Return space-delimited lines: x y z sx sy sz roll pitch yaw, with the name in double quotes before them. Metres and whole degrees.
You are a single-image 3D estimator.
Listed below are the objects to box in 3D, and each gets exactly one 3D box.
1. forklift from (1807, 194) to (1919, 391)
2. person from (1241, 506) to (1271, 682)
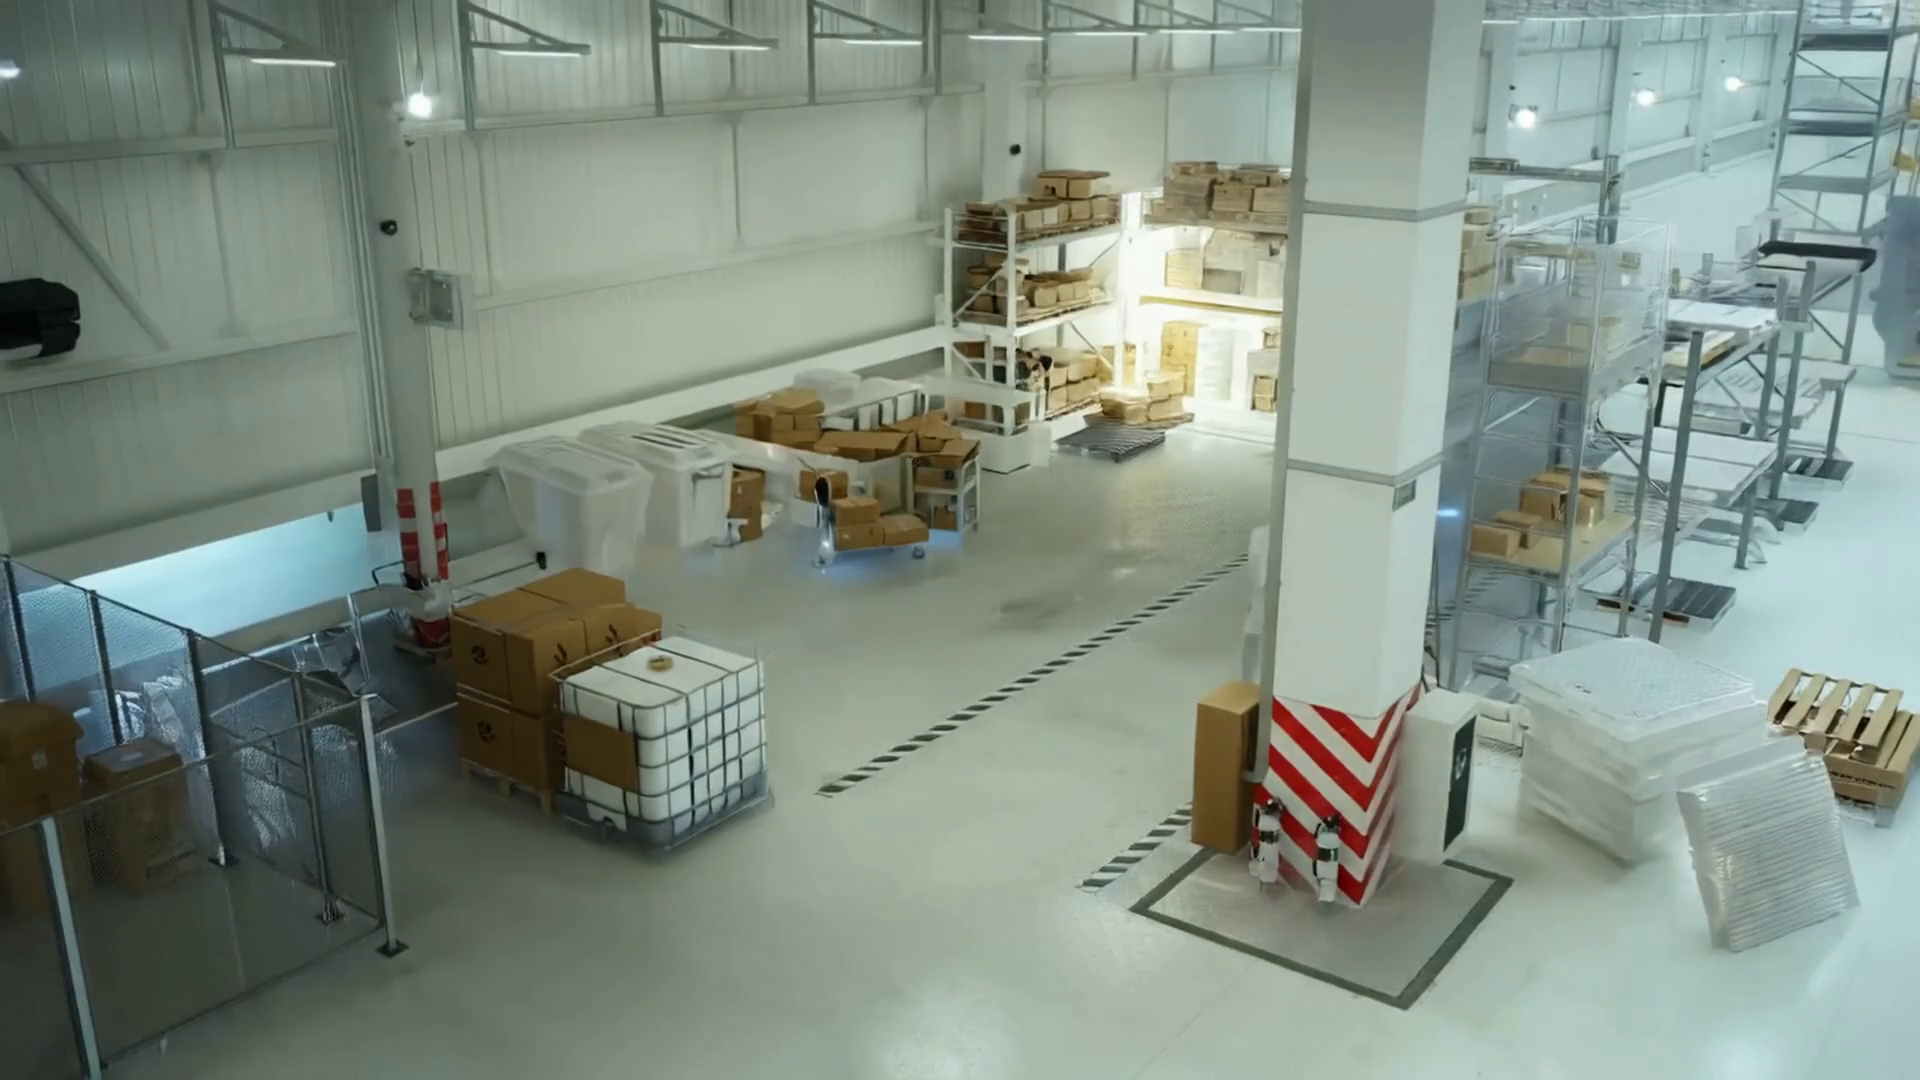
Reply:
"forklift" 14.147 -3.795 25.234 1.873 2.768 1.129 13 22 34
"person" 2.512 0.539 13.520 0.574 1.896 0.863 14 23 37
